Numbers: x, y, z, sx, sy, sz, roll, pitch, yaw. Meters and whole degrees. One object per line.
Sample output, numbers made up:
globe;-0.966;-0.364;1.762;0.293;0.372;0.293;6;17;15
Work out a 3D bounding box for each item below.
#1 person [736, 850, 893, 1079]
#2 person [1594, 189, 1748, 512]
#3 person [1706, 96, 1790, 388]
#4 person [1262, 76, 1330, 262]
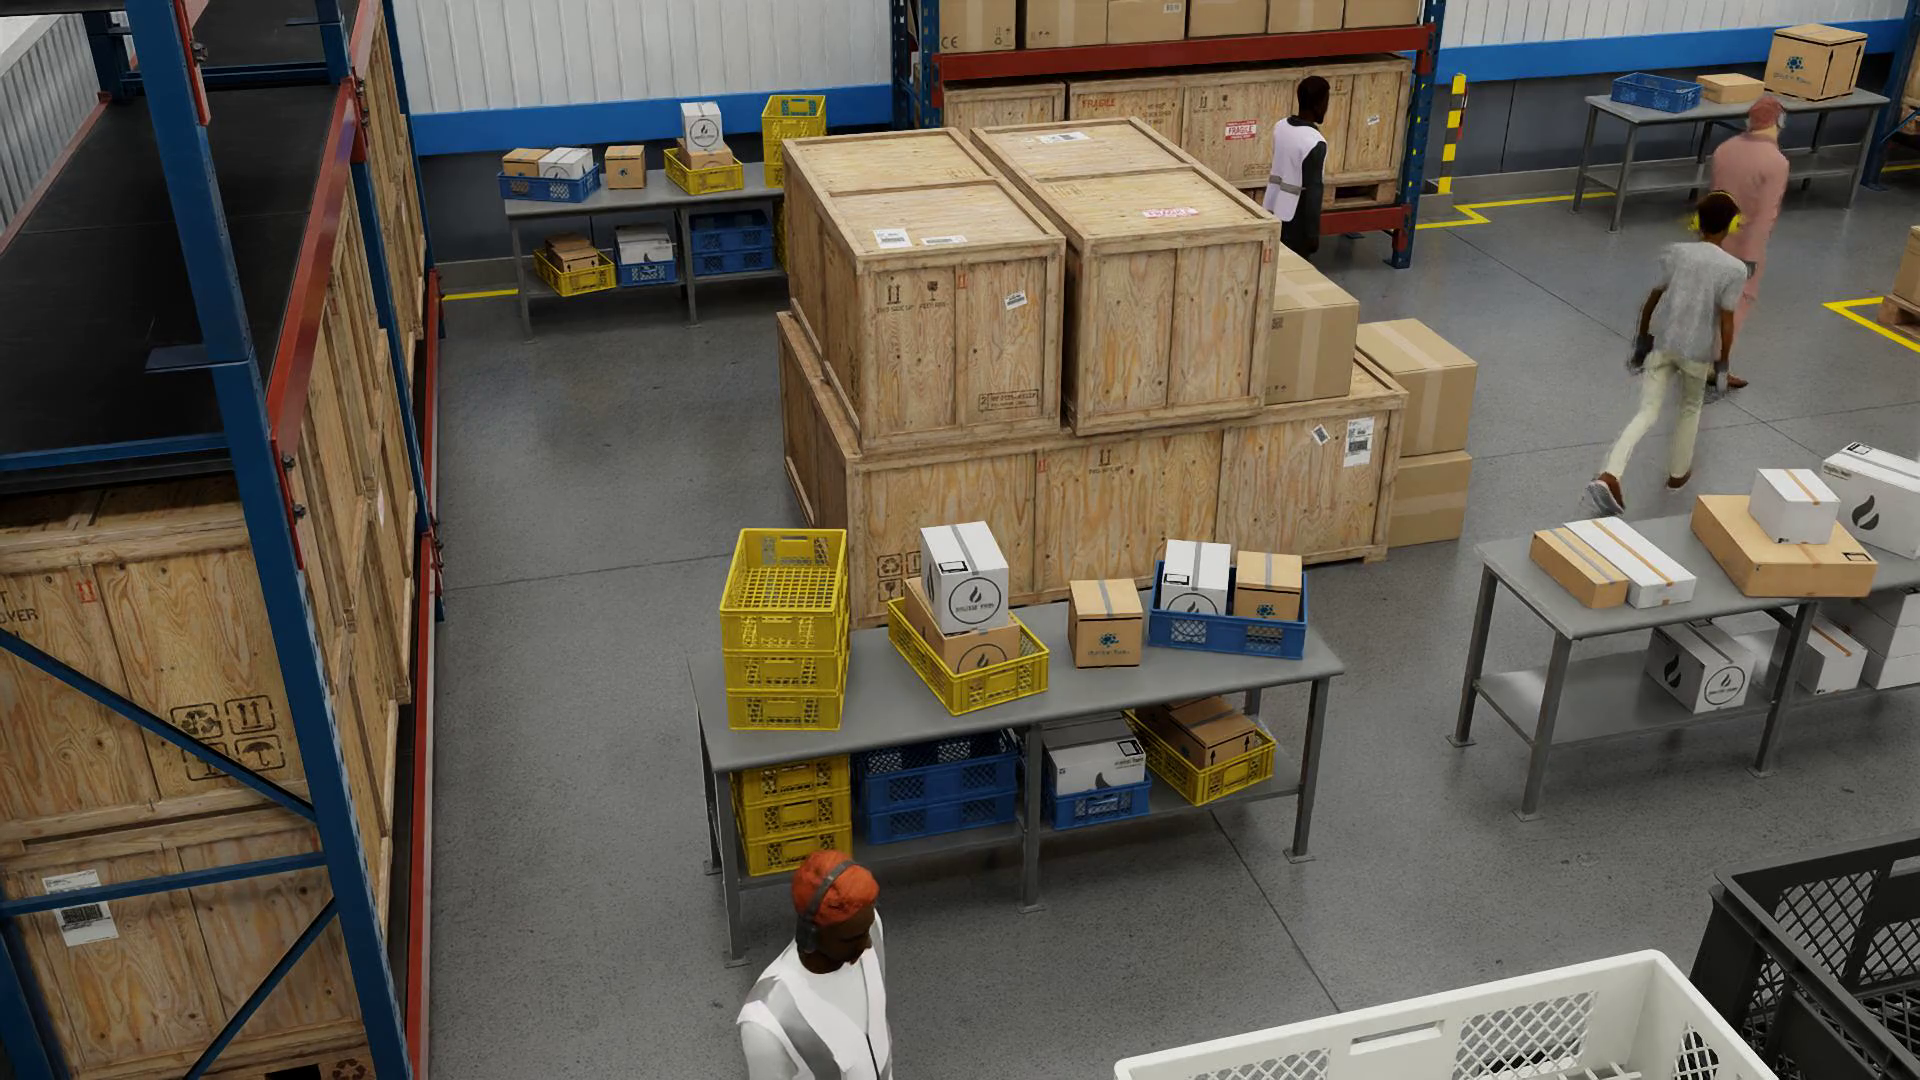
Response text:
person;-0.344;1.606;4.510;0.355;1.887;0.573;13;31;22
person;4.050;-1.038;9.386;0.581;1.827;0.883;24;37;37
person;5.145;-1.979;11.036;0.468;1.870;0.698;-7;30;-12
person;2.292;-2.221;11.435;0.388;1.913;0.593;-8;30;-15
